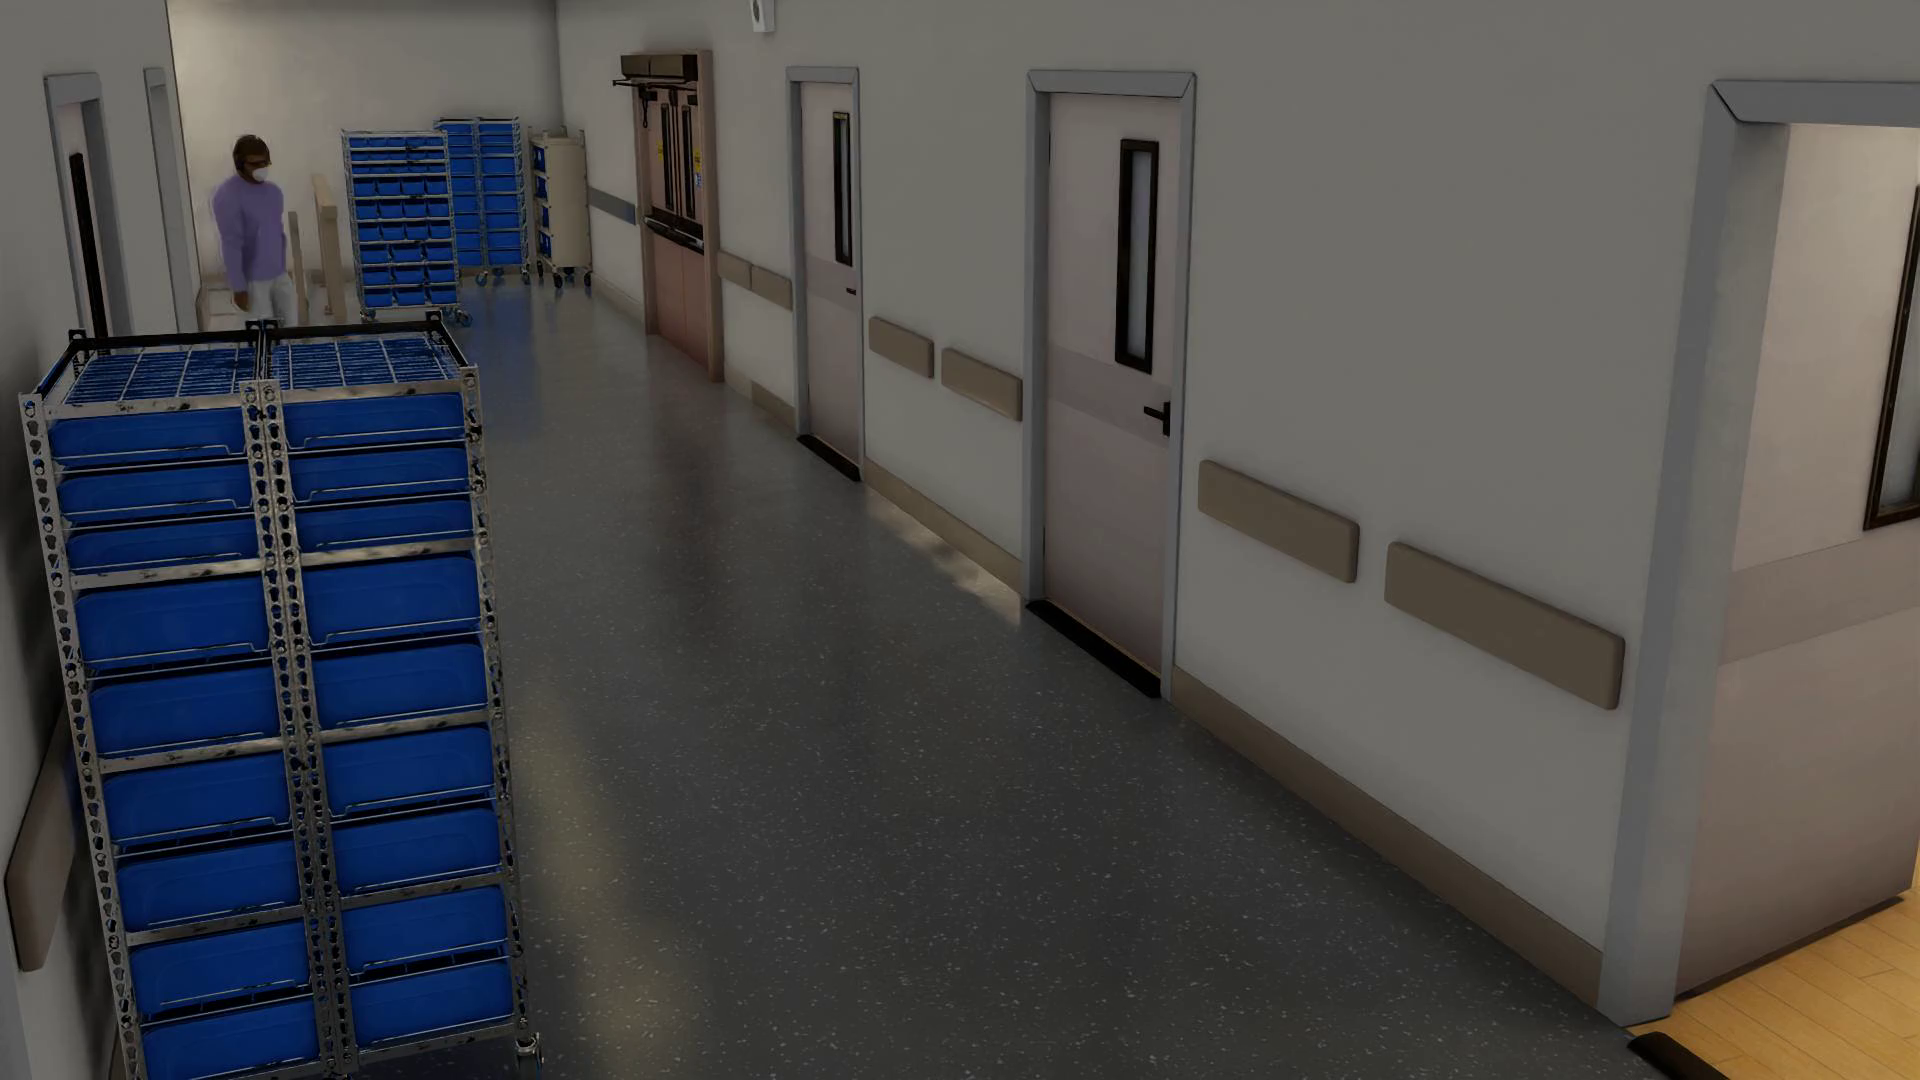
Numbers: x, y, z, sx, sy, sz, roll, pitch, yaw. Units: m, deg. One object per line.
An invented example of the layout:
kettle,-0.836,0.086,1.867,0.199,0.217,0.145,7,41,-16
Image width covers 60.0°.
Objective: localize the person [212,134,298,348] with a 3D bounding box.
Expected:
person,-4.711,-1.717,11.034,0.685,1.908,0.662,4,17,14
